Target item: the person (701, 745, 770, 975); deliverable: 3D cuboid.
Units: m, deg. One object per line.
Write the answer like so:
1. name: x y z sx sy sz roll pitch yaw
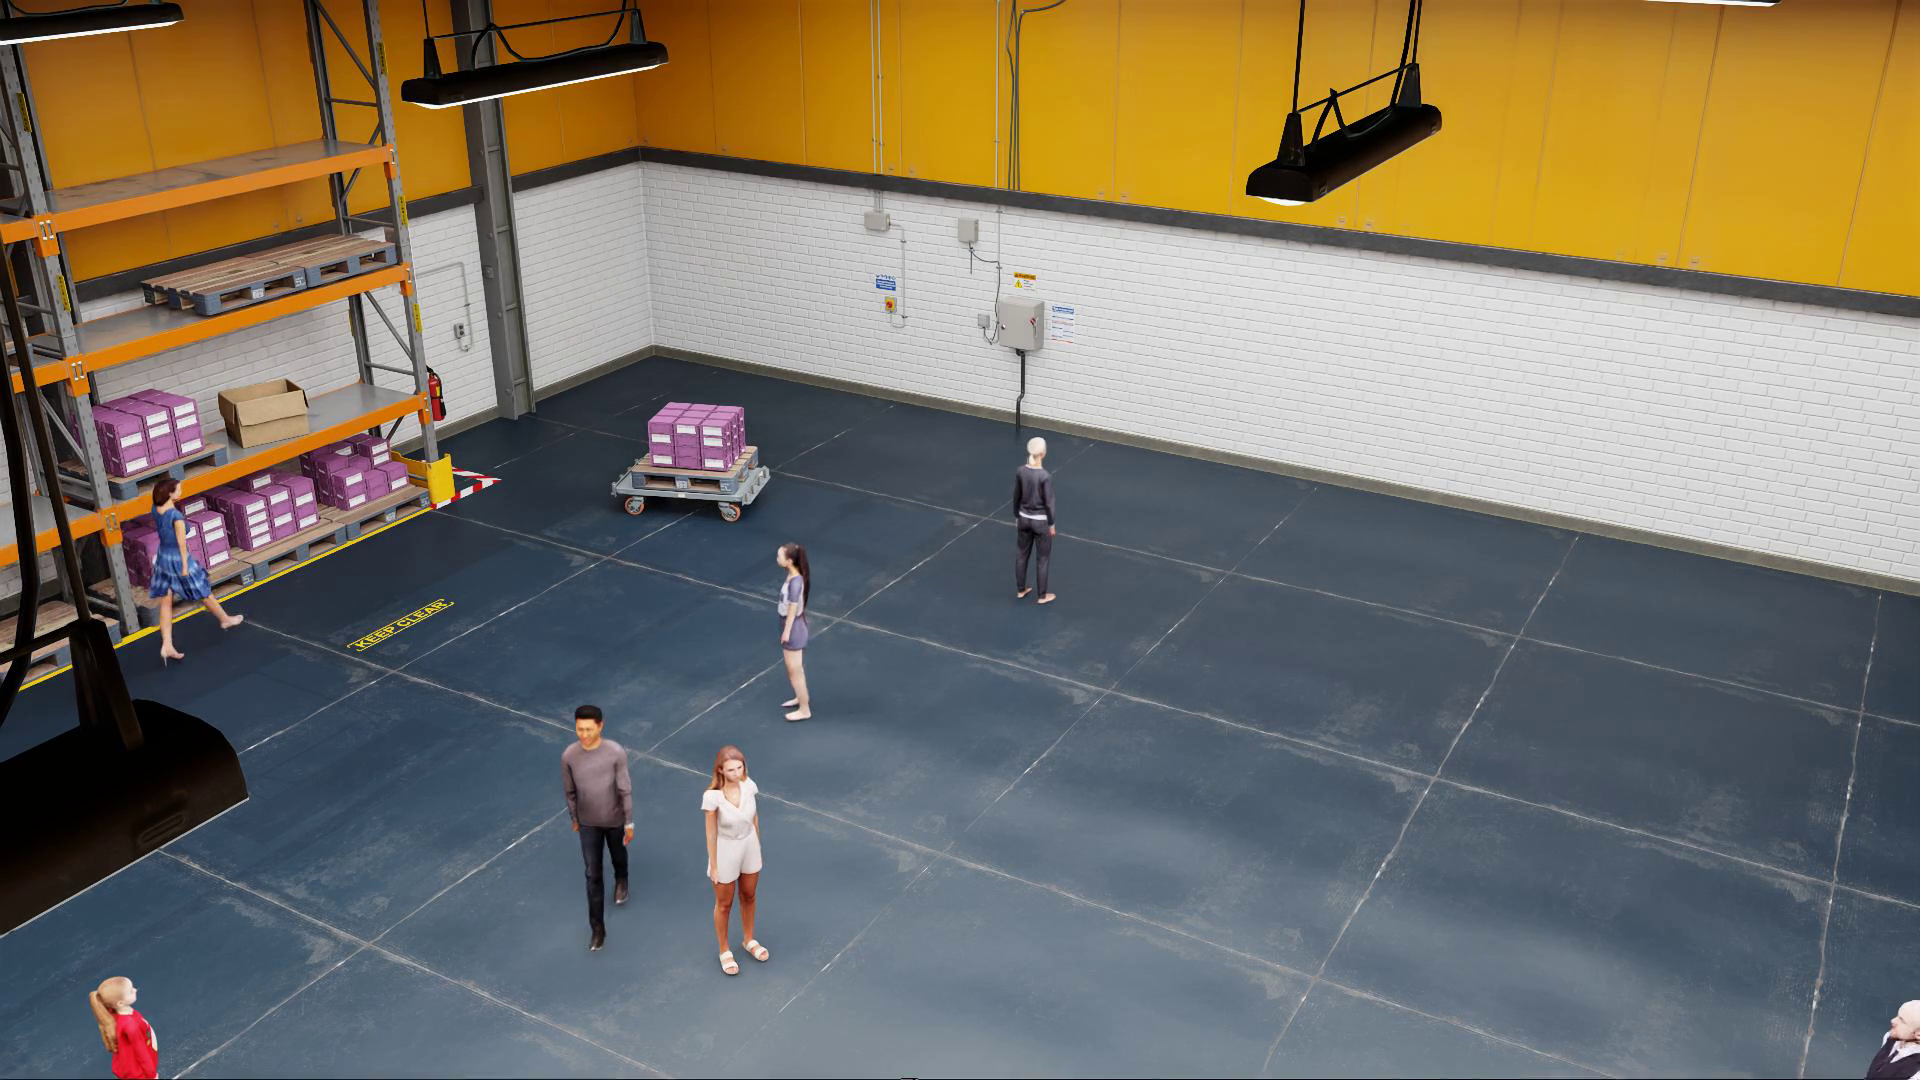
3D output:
1. person: -1.539 2.143 11.345 0.610 1.697 0.709 -17 29 -33

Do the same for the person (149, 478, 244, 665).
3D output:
1. person: -7.334 0.325 15.440 0.634 1.749 1.131 12 26 25

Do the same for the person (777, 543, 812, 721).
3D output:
1. person: -1.405 0.792 14.500 0.746 1.646 0.636 0 24 0

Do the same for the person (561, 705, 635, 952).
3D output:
1. person: -2.502 1.935 11.793 1.214 1.720 1.052 11 26 23

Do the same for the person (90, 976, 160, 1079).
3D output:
1. person: -4.808 3.083 9.714 0.537 1.281 0.549 20 31 38

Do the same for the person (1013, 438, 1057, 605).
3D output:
1. person: 0.747 -0.210 16.693 0.627 1.726 0.532 16 28 31
